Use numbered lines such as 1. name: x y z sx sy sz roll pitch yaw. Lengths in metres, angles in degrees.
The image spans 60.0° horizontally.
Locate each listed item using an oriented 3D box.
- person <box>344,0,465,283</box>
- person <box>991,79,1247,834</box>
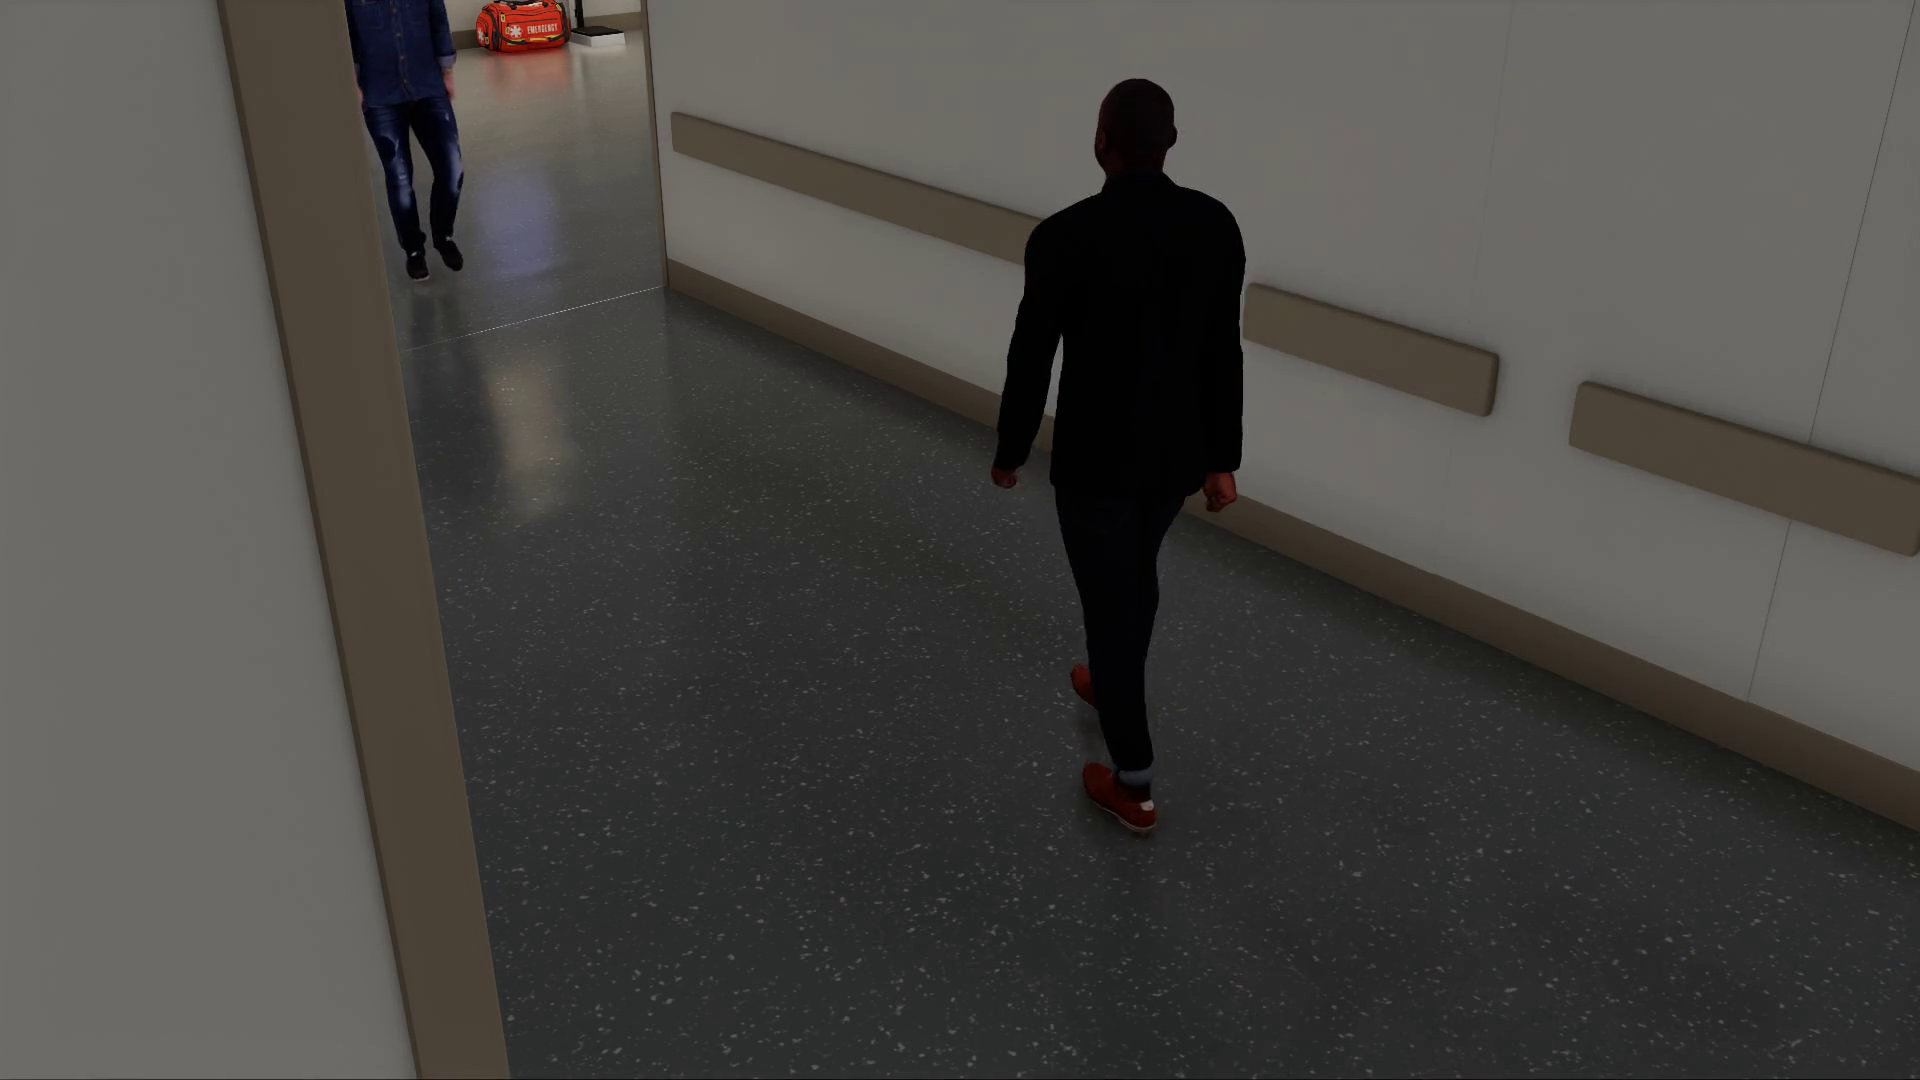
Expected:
1. person: -2.743 -2.185 8.174 0.698 1.804 0.869 -12 28 -23
2. person: 0.436 -0.127 3.921 0.928 1.792 0.880 -14 29 -26
